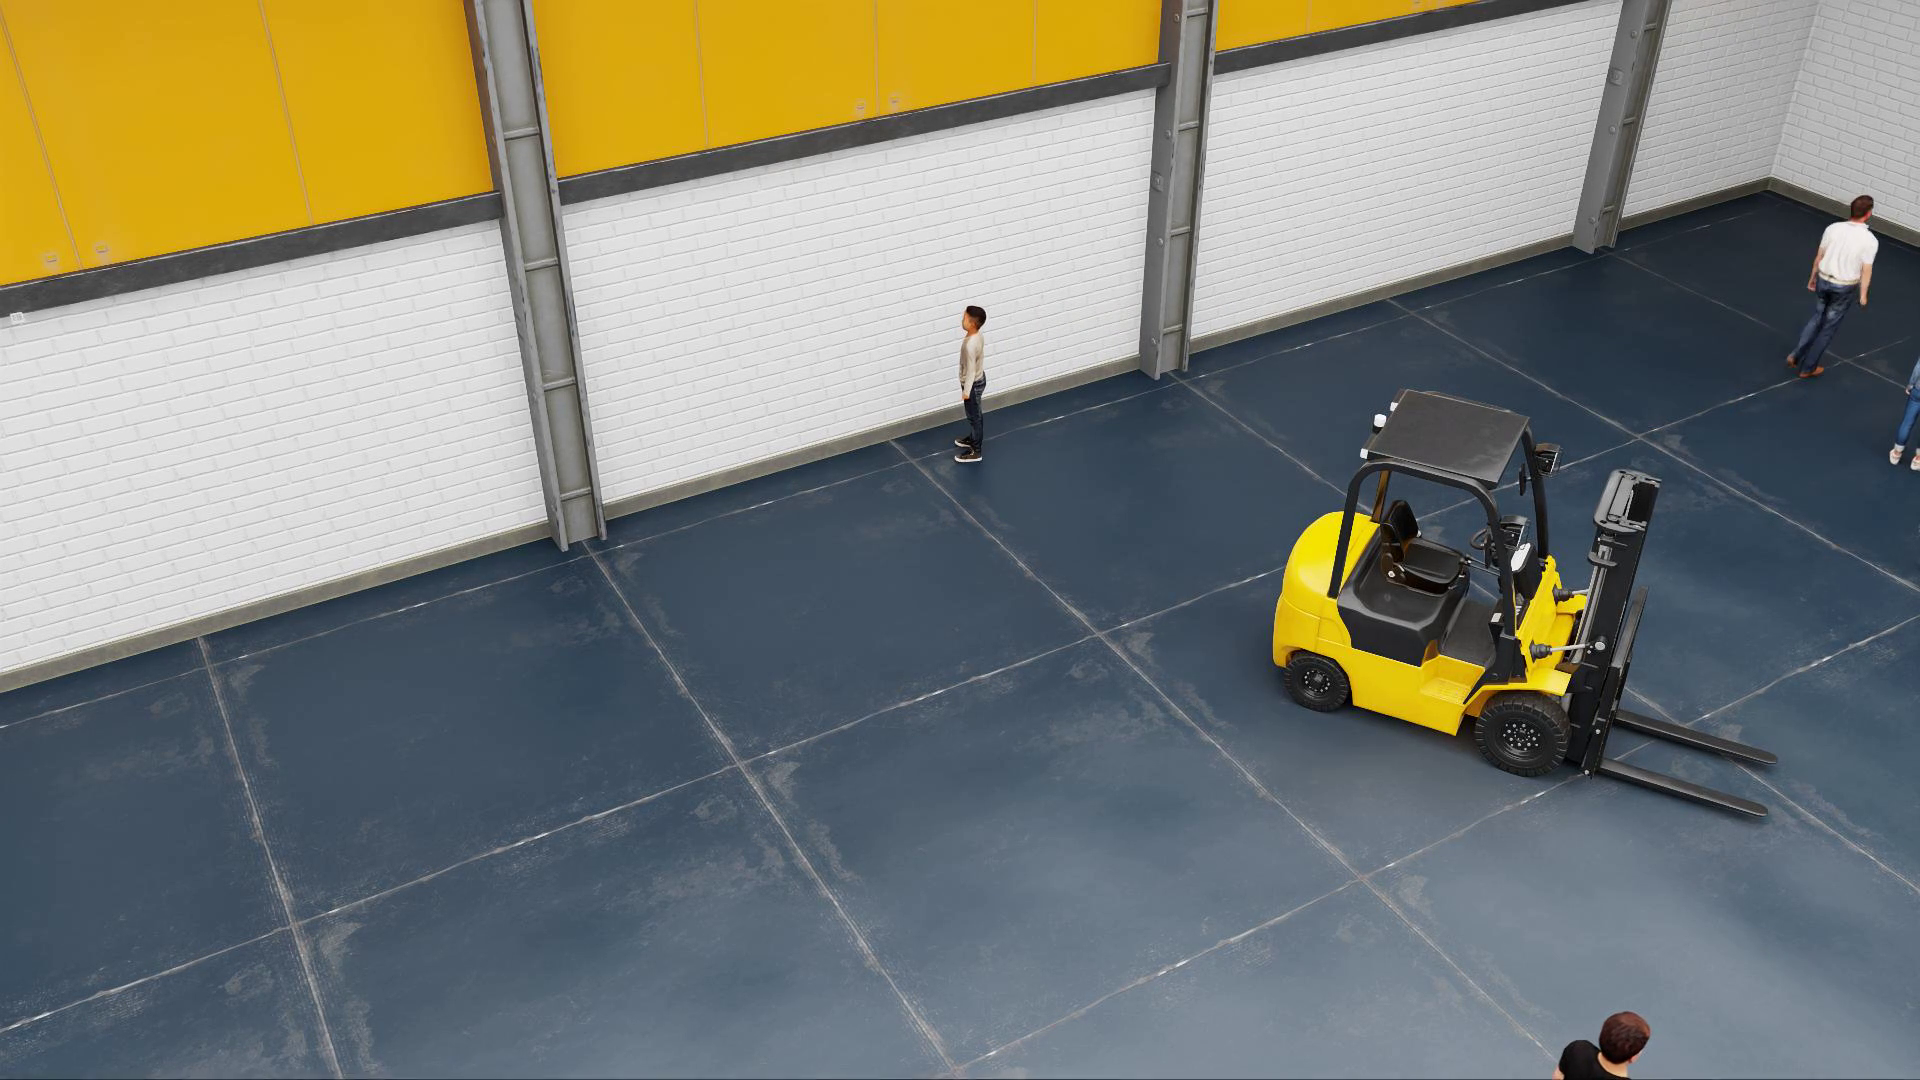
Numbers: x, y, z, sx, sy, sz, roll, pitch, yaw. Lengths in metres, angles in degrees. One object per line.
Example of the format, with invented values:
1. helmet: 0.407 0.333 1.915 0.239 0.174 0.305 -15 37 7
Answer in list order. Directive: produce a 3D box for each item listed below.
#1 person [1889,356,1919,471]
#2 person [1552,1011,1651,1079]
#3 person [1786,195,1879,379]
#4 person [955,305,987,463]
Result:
1. person: 8.476 -1.306 14.510 0.628 1.475 0.649 17 37 23
2. person: 2.936 2.895 7.843 0.572 1.861 0.667 -19 38 -26
3. person: 8.235 -2.361 15.769 0.672 1.839 0.659 -17 37 -24
4. person: 0.116 -1.394 14.653 0.659 1.465 0.629 2 34 3
